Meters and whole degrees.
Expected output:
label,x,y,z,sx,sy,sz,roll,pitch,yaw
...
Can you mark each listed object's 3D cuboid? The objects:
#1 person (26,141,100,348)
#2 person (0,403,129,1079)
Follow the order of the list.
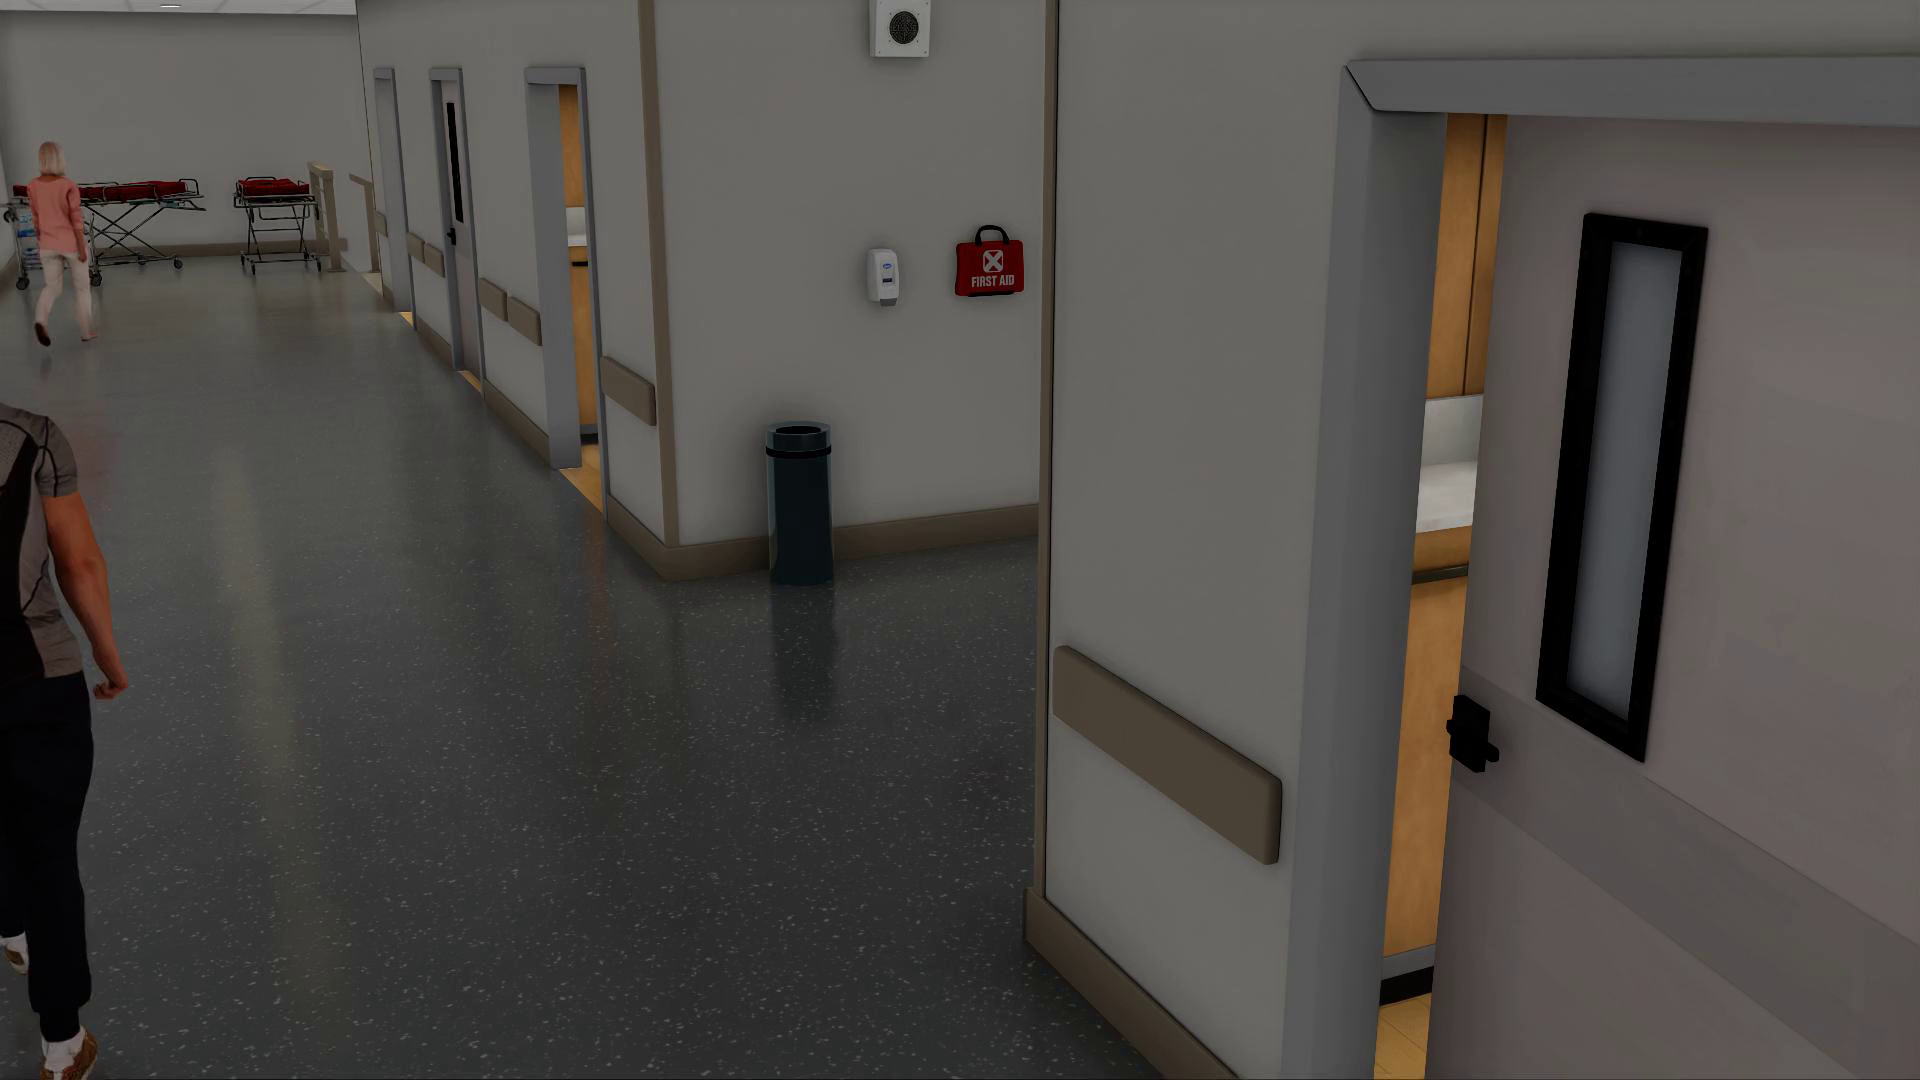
label,x,y,z,sx,sy,sz,roll,pitch,yaw
person,-7.638,-2.470,14.050,0.876,1.698,1.151,-1,16,-2
person,-2.153,0.369,3.720,0.667,1.839,1.181,-7,17,-23
